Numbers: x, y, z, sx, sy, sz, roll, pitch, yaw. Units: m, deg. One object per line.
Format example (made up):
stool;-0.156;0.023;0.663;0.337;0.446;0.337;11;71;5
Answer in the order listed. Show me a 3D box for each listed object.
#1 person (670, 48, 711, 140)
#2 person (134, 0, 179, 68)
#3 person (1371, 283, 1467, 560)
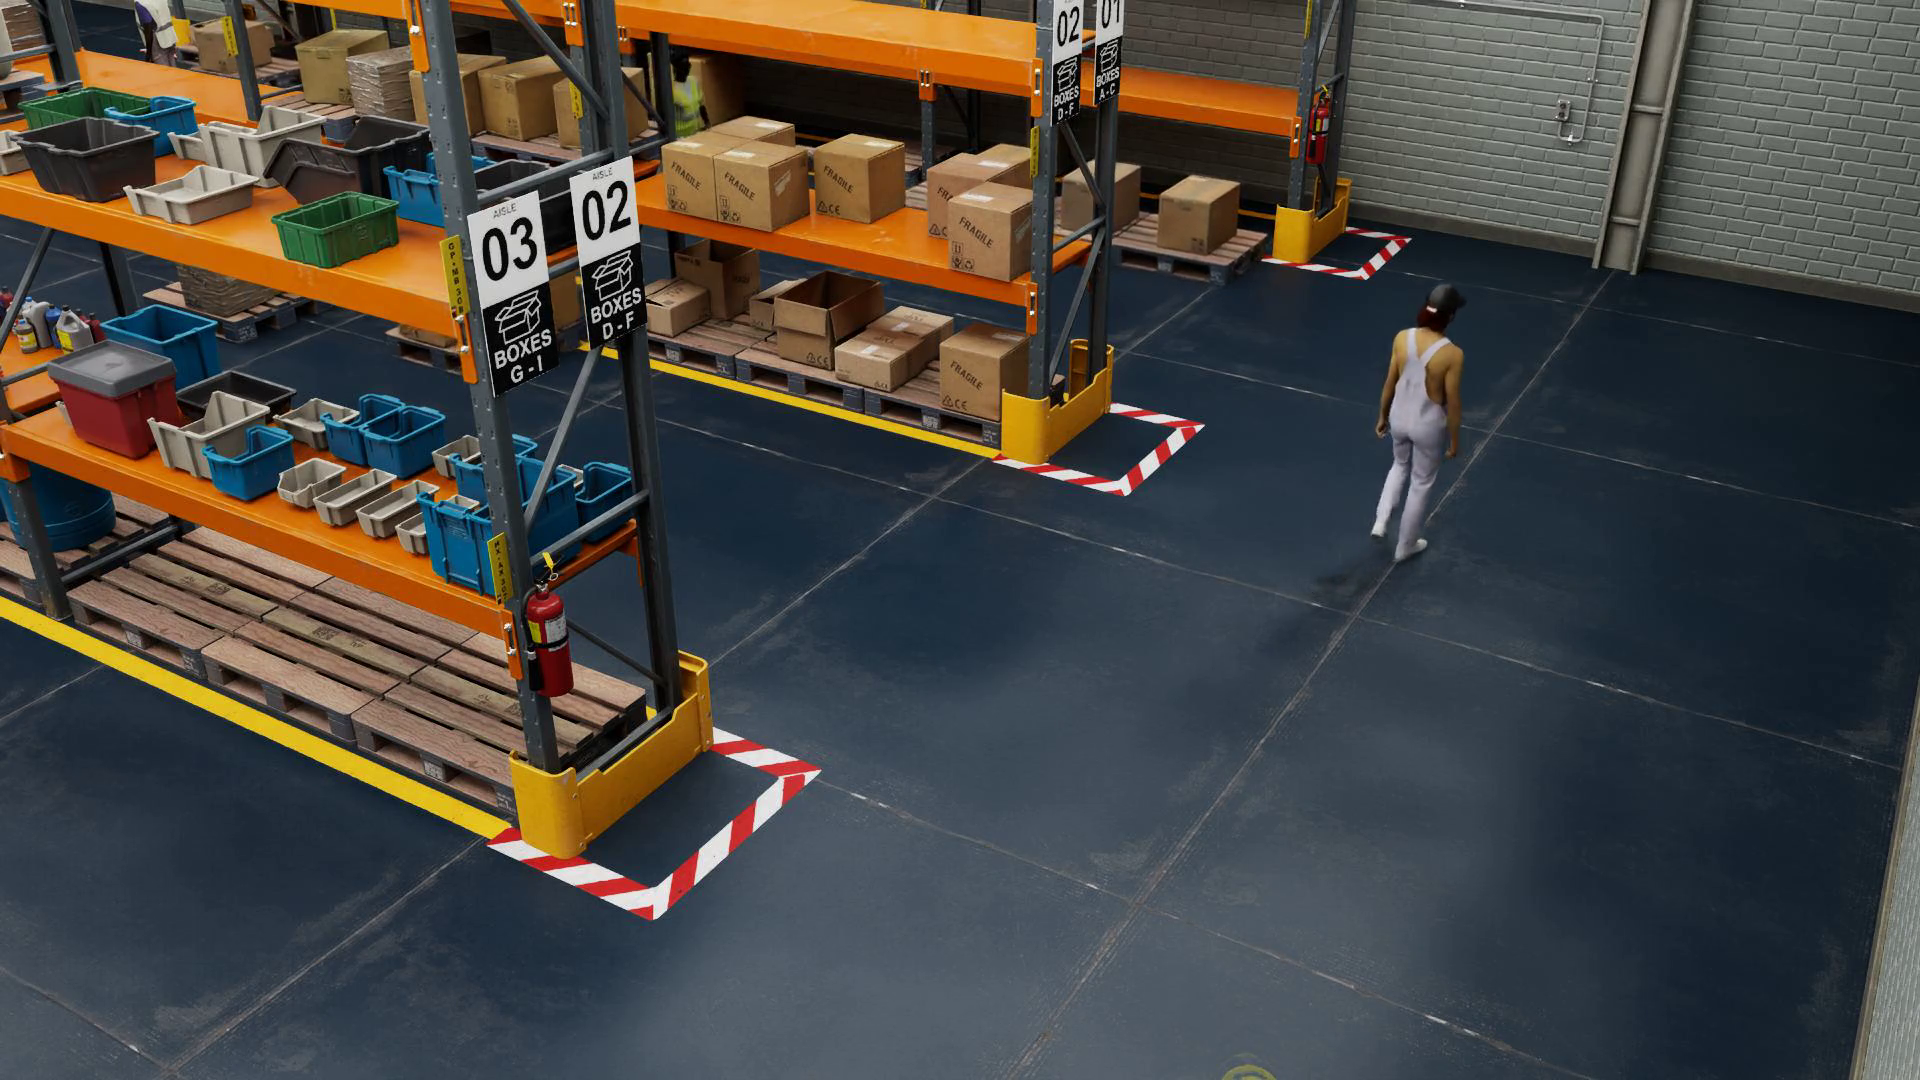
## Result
person;-2.715;-4.028;16.432;0.873;1.649;0.538;16;33;27
person;-9.262;-5.709;19.258;0.391;1.846;0.563;0;29;1
person;2.866;-0.725;10.311;0.541;1.844;0.404;25;38;37
